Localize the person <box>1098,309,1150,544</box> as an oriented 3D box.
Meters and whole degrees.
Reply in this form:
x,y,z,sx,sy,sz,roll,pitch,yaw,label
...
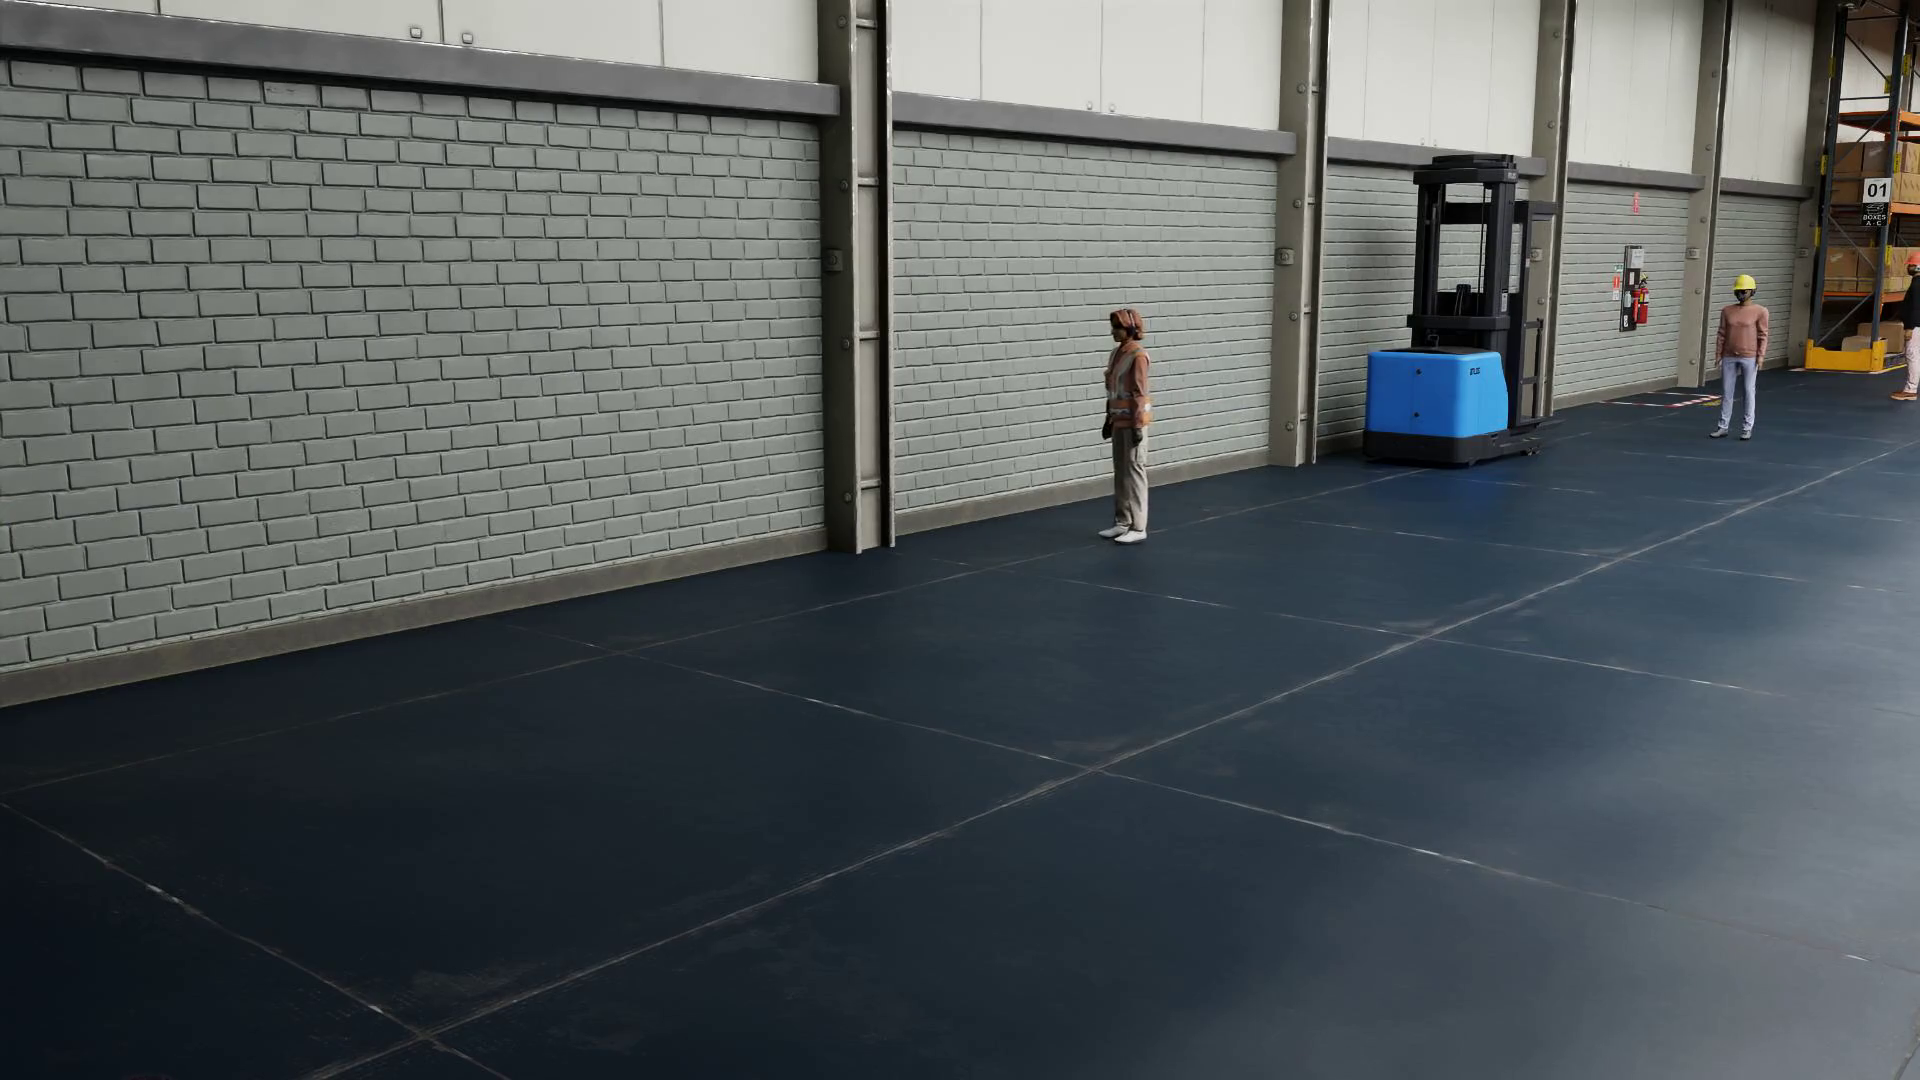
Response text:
x,y,z,sx,sy,sz,roll,pitch,yaw,label
1.176,-0.798,11.674,0.313,1.637,0.514,-3,10,-16,person

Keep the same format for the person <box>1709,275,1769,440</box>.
x,y,z,sx,sy,sz,roll,pitch,yaw,label
8.433,-1.976,17.993,0.310,1.768,0.533,-9,14,-42,person

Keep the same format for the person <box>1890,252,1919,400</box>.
x,y,z,sx,sy,sz,roll,pitch,yaw,label
12.991,-2.913,22.671,0.373,1.997,0.615,6,12,33,person

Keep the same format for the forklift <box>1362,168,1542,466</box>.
x,y,z,sx,sy,sz,roll,pitch,yaw,label
4.875,-2.212,16.287,1.129,2.768,1.873,8,13,40,forklift
